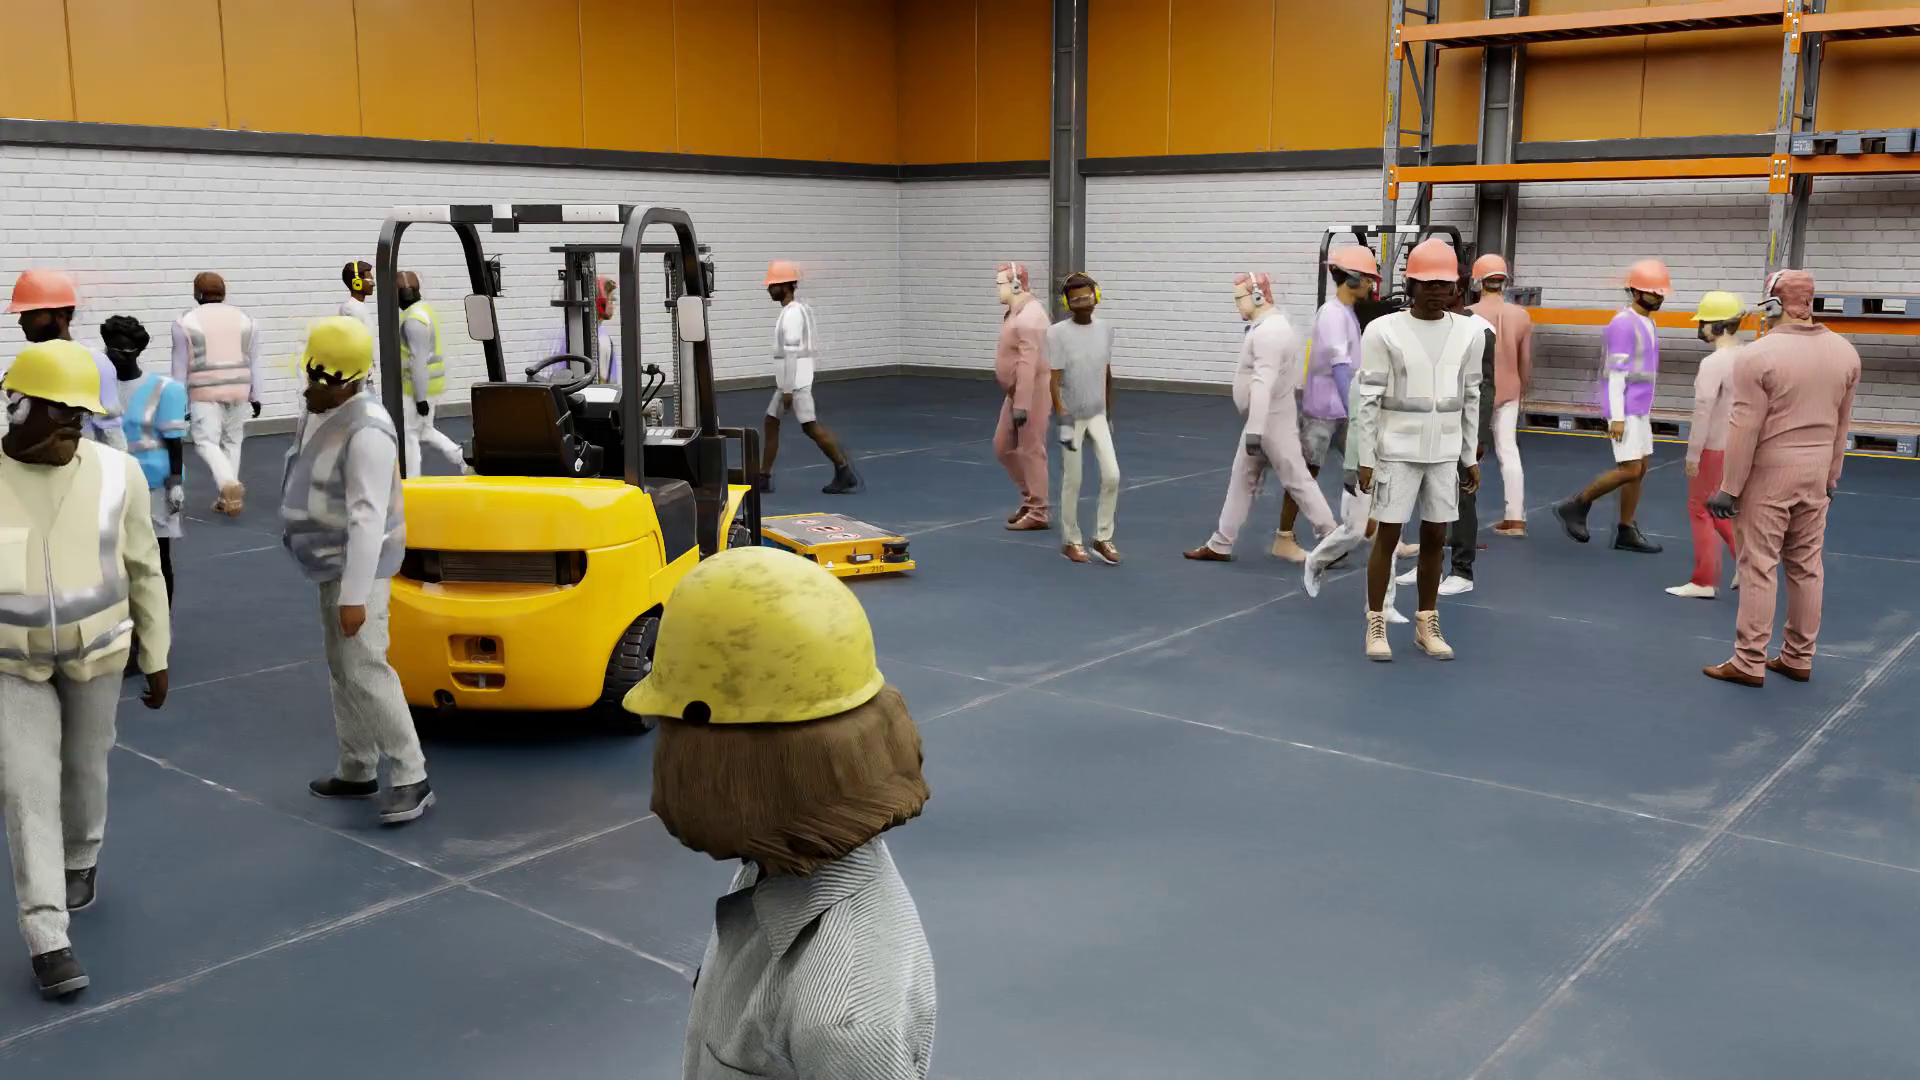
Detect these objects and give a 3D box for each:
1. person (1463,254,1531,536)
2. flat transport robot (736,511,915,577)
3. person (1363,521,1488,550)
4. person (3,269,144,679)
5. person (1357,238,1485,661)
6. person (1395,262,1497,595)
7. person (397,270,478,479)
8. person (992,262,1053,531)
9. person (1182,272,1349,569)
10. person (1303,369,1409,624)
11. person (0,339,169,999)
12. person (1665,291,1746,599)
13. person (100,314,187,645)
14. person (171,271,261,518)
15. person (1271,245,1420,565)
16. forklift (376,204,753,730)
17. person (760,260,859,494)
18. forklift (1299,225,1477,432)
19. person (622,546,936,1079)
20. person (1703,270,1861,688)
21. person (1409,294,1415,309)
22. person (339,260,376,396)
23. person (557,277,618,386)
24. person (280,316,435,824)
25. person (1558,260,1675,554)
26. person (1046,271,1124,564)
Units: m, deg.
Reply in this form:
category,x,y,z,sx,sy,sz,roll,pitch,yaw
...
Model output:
category,x,y,z,sx,sy,sz,roll,pitch,yaw
person,3.700,-1.021,11.656,0.653,1.938,1.041,-2,10,-10
flat transport robot,-0.891,0.012,10.539,0.652,0.197,1.431,-5,12,-27
person,3.045,-0.717,10.910,0.814,1.590,0.483,4,11,19
person,-4.063,-0.237,7.390,0.572,1.896,0.951,7,12,32
person,2.224,-0.418,8.014,0.615,2.038,0.395,-1,10,-6
person,2.833,-0.648,9.631,0.375,1.917,0.598,-5,11,-26
person,-4.084,-1.155,12.741,0.688,1.818,0.643,-2,10,-10
person,0.448,-0.994,11.639,0.418,1.885,0.663,-2,10,-10
person,1.957,-0.738,10.358,1.021,1.848,0.687,1,10,8
person,2.188,-0.379,8.991,0.555,1.611,0.630,-6,12,-30
person,-2.592,0.312,4.752,0.618,1.769,0.940,-7,12,-33
person,4.279,-0.522,9.389,0.540,1.750,0.416,-10,14,-43
person,-4.065,-0.272,8.211,0.537,1.680,0.353,0,10,-1
person,-5.405,-1.053,12.168,0.779,1.818,0.633,10,14,44
person,2.428,-0.805,10.287,1.033,1.984,0.646,5,11,27
forklift,-1.766,-0.406,7.525,1.214,2.155,2.313,1,10,7
person,-1.291,-1.285,13.281,0.995,1.886,0.548,-2,10,-8
forklift,4.449,-2.115,16.993,1.214,2.155,2.313,8,13,38
person,-0.166,0.863,1.745,0.317,1.741,0.493,-2,11,-13
person,3.731,-0.274,7.608,0.638,1.903,0.408,-3,11,-17
person,4.171,-1.482,14.993,0.866,1.651,0.545,0,10,-2
person,-4.752,-1.277,13.246,0.327,1.874,0.519,-5,12,-28
person,-2.376,-0.715,10.301,0.712,1.817,0.583,-8,13,-37
person,-2.151,0.105,5.857,0.414,1.783,0.672,-6,12,-31
person,4.295,-0.852,10.774,0.580,1.912,0.609,9,14,41
person,0.793,-0.736,10.333,0.528,1.837,0.639,-4,11,-23
